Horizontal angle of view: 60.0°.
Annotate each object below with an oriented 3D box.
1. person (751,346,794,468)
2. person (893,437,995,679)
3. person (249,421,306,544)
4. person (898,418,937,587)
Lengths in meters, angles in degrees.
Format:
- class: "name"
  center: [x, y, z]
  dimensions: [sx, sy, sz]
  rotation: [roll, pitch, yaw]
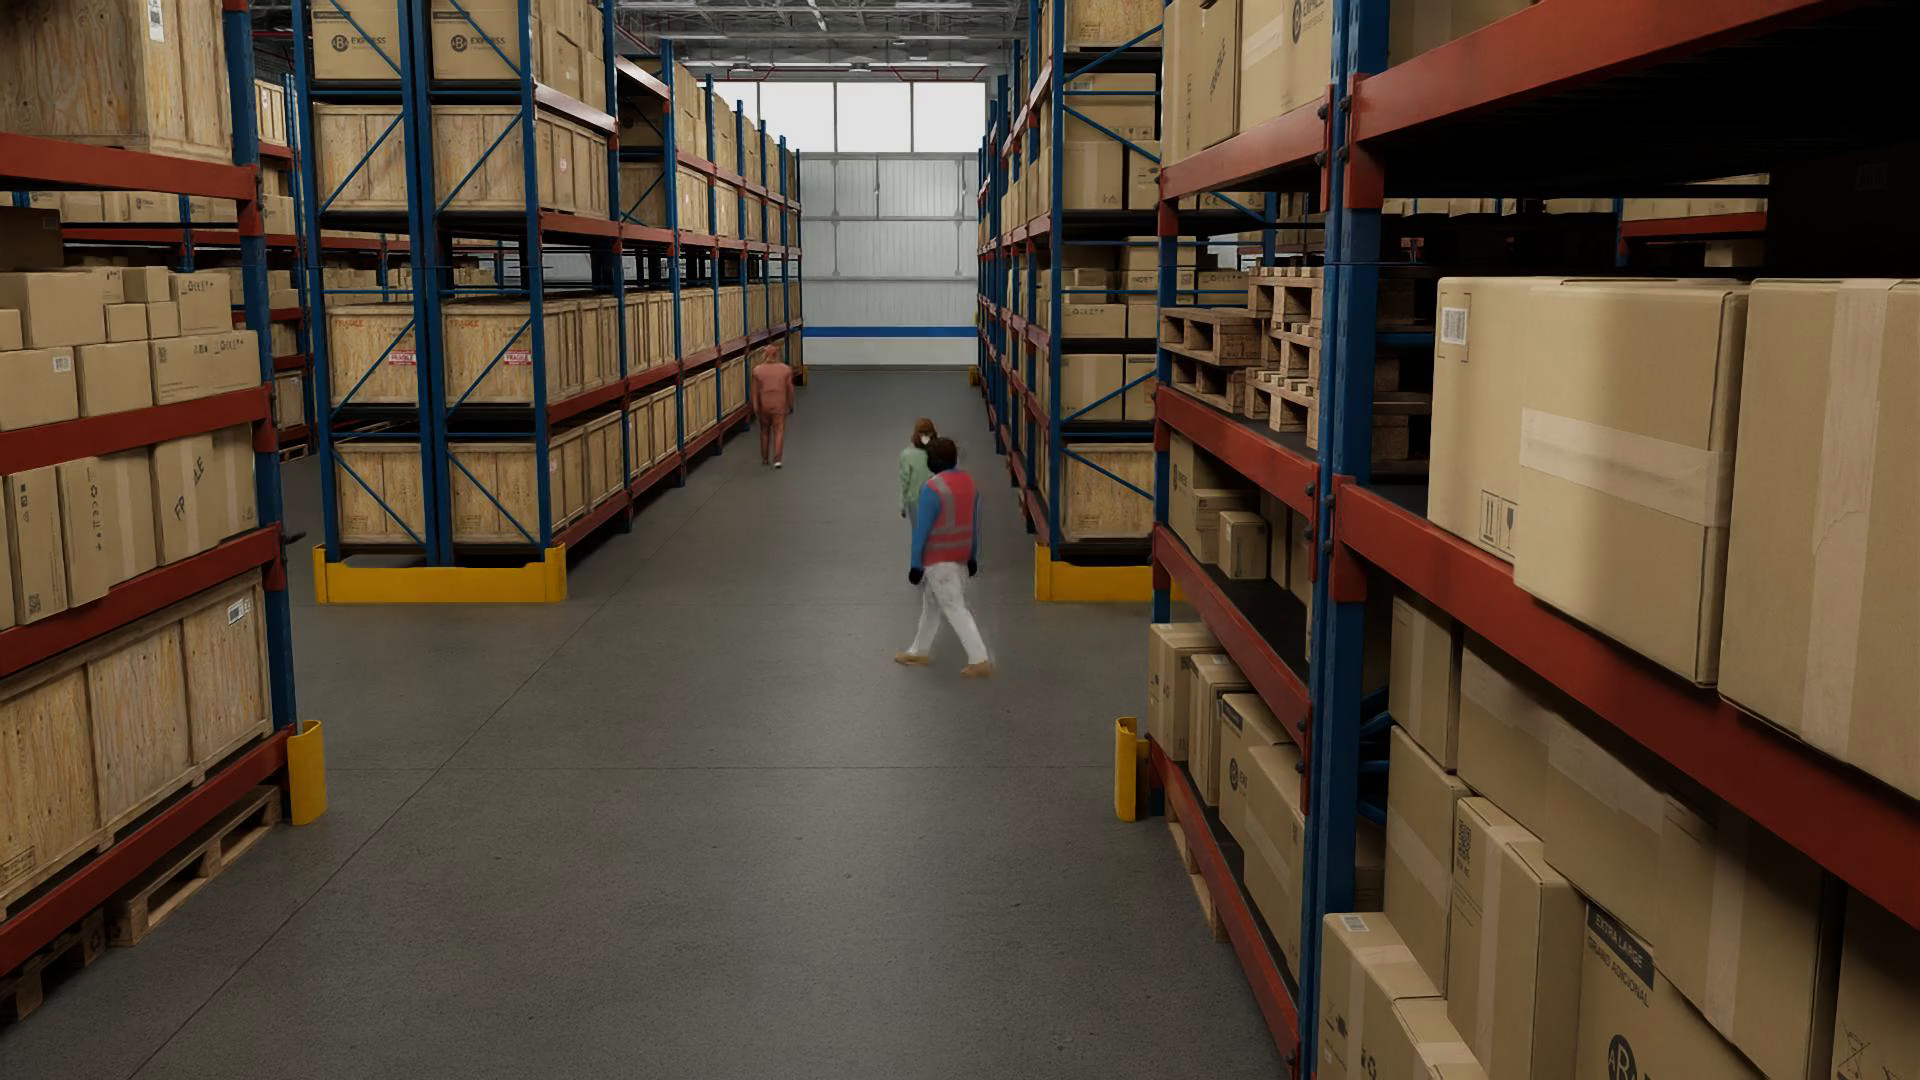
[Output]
- class: "person"
  center: [-2.880, -2.046, 25.564]
  dimensions: [0.643, 1.856, 1.012]
  rotation: [-1, 9, -5]
- class: "person"
  center: [-0.100, 0.128, 12.395]
  dimensions: [0.944, 1.801, 0.639]
  rotation: [5, 11, 30]
- class: "person"
  center: [-7.616, -0.791, 18.028]
  dimensions: [0.583, 1.791, 0.961]
  rotation: [5, 10, 28]
- class: "person"
  center: [-0.323, -0.355, 15.851]
  dimensions: [0.549, 1.620, 0.417]
  rotation: [-2, 9, -13]
